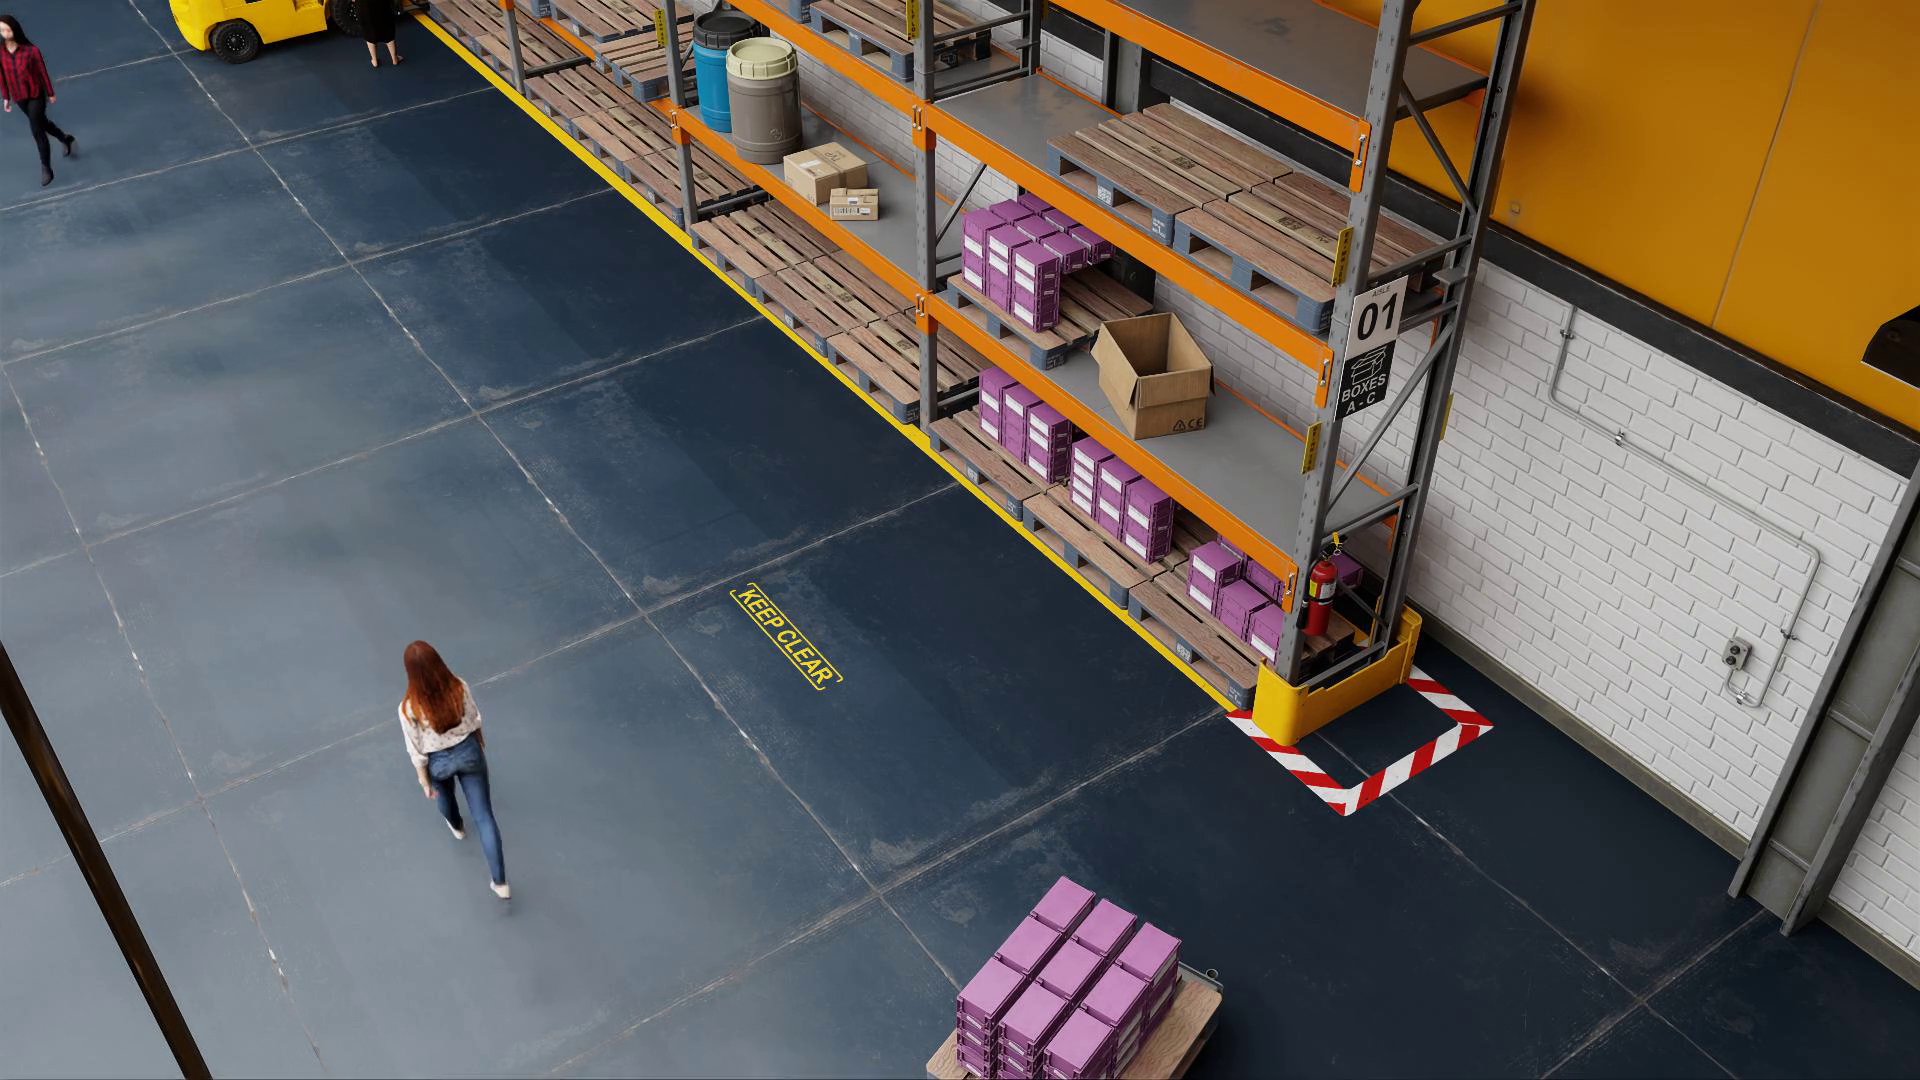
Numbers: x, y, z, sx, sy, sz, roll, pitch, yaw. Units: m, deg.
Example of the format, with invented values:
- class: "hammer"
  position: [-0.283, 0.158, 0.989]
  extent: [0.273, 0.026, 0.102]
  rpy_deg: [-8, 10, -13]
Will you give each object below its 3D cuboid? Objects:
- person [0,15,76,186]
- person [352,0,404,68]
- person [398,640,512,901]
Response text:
- class: "person"
  position: [-9.124, -4.392, 16.380]
  extent: [0.980, 1.614, 1.151]
  rpy_deg: [1, 39, 1]
- class: "person"
  position: [-6.565, -6.074, 18.478]
  extent: [0.668, 1.624, 0.686]
  rpy_deg: [-7, 39, -9]
- class: "person"
  position: [-2.771, 1.279, 9.216]
  extent: [0.674, 1.692, 1.160]
  rpy_deg: [-18, 42, -21]
